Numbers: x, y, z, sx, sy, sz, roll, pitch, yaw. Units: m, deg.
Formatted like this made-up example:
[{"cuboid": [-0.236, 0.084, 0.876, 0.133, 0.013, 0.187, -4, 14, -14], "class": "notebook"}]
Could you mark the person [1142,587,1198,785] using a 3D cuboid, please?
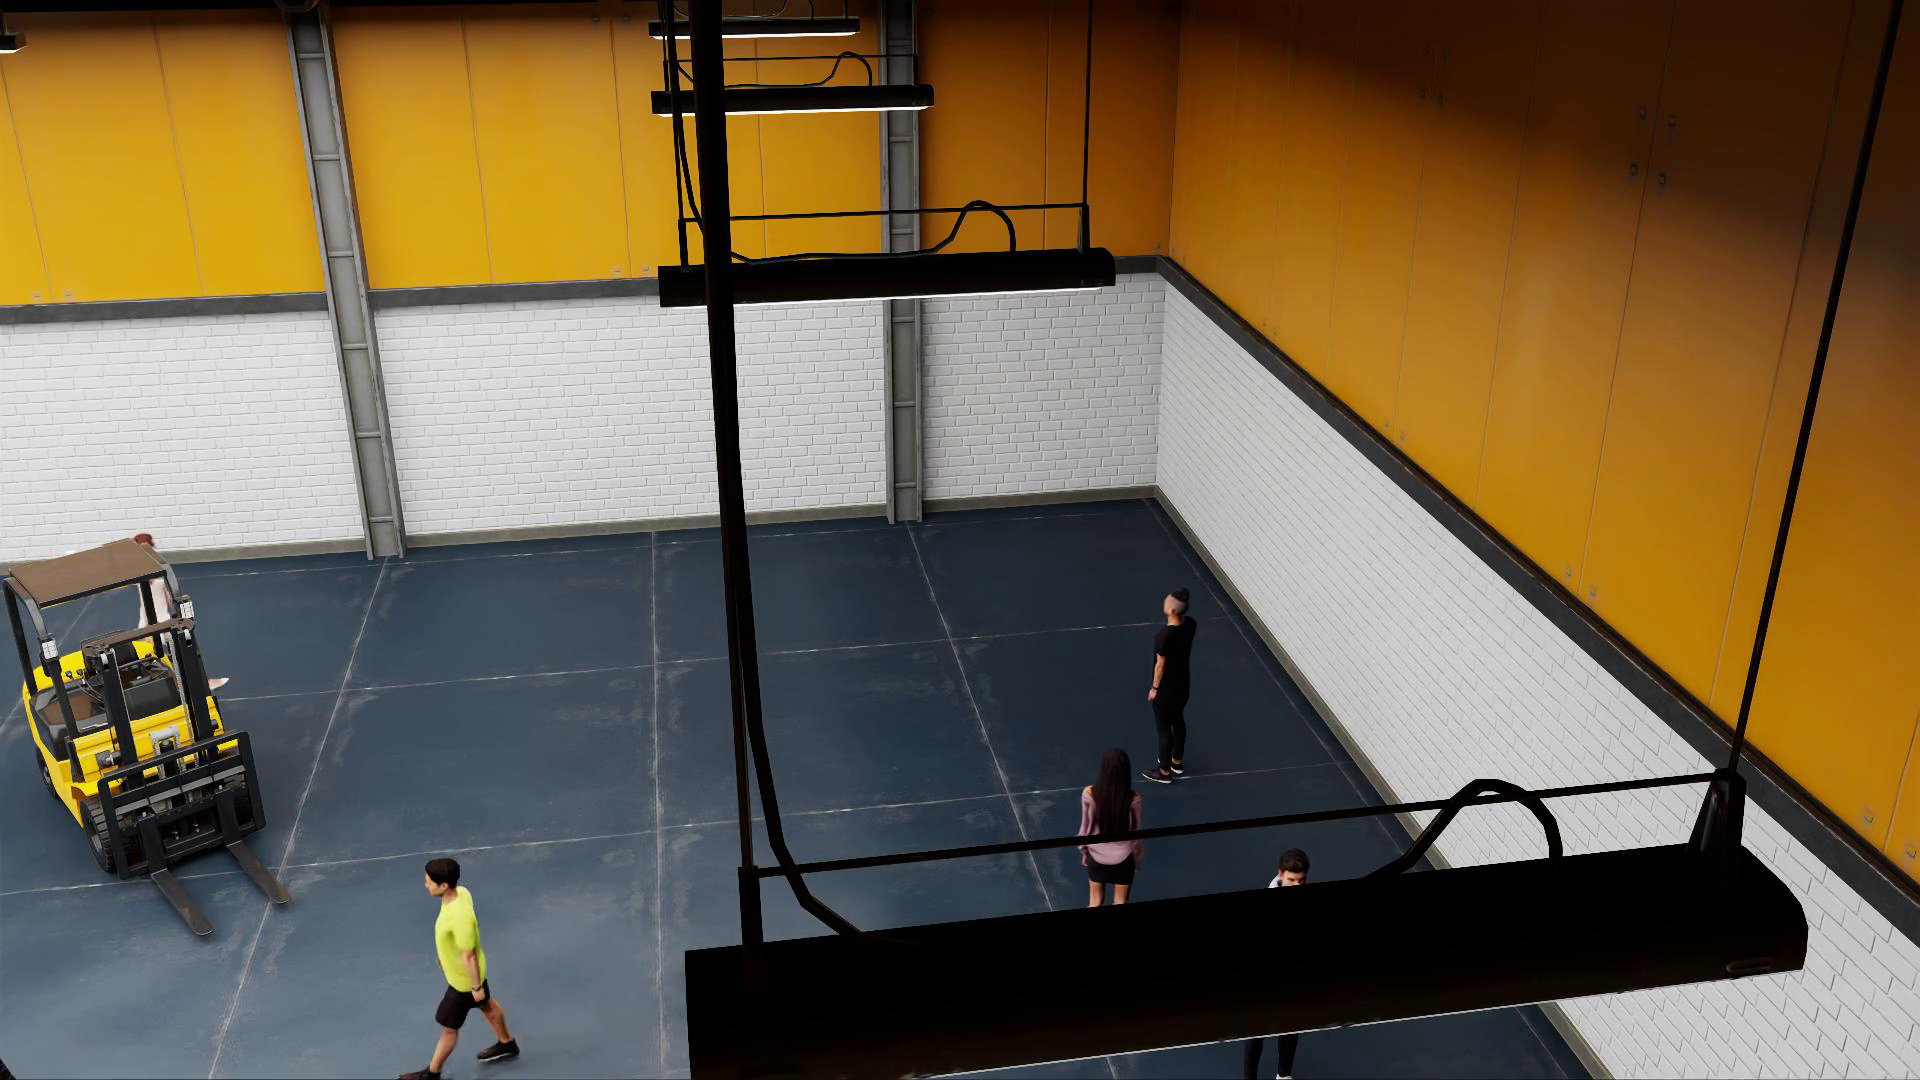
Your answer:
[{"cuboid": [1.823, 1.223, 14.349, 0.825, 1.857, 0.754, 17, 29, 34], "class": "person"}]

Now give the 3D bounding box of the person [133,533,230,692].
[{"cuboid": [-7.659, 0.752, 15.645, 1.053, 1.682, 0.663, -7, 25, -15], "class": "person"}]

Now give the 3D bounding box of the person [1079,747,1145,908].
[{"cuboid": [1.082, 2.303, 11.937, 0.598, 1.811, 0.749, 5, 24, 11], "class": "person"}]

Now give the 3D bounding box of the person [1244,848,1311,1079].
[{"cuboid": [2.061, 2.799, 10.660, 0.535, 1.925, 0.747, -5, 24, -12], "class": "person"}]

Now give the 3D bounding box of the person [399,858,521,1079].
[{"cuboid": [-3.189, 2.805, 10.962, 1.051, 1.672, 0.748, -9, 25, -20], "class": "person"}]
